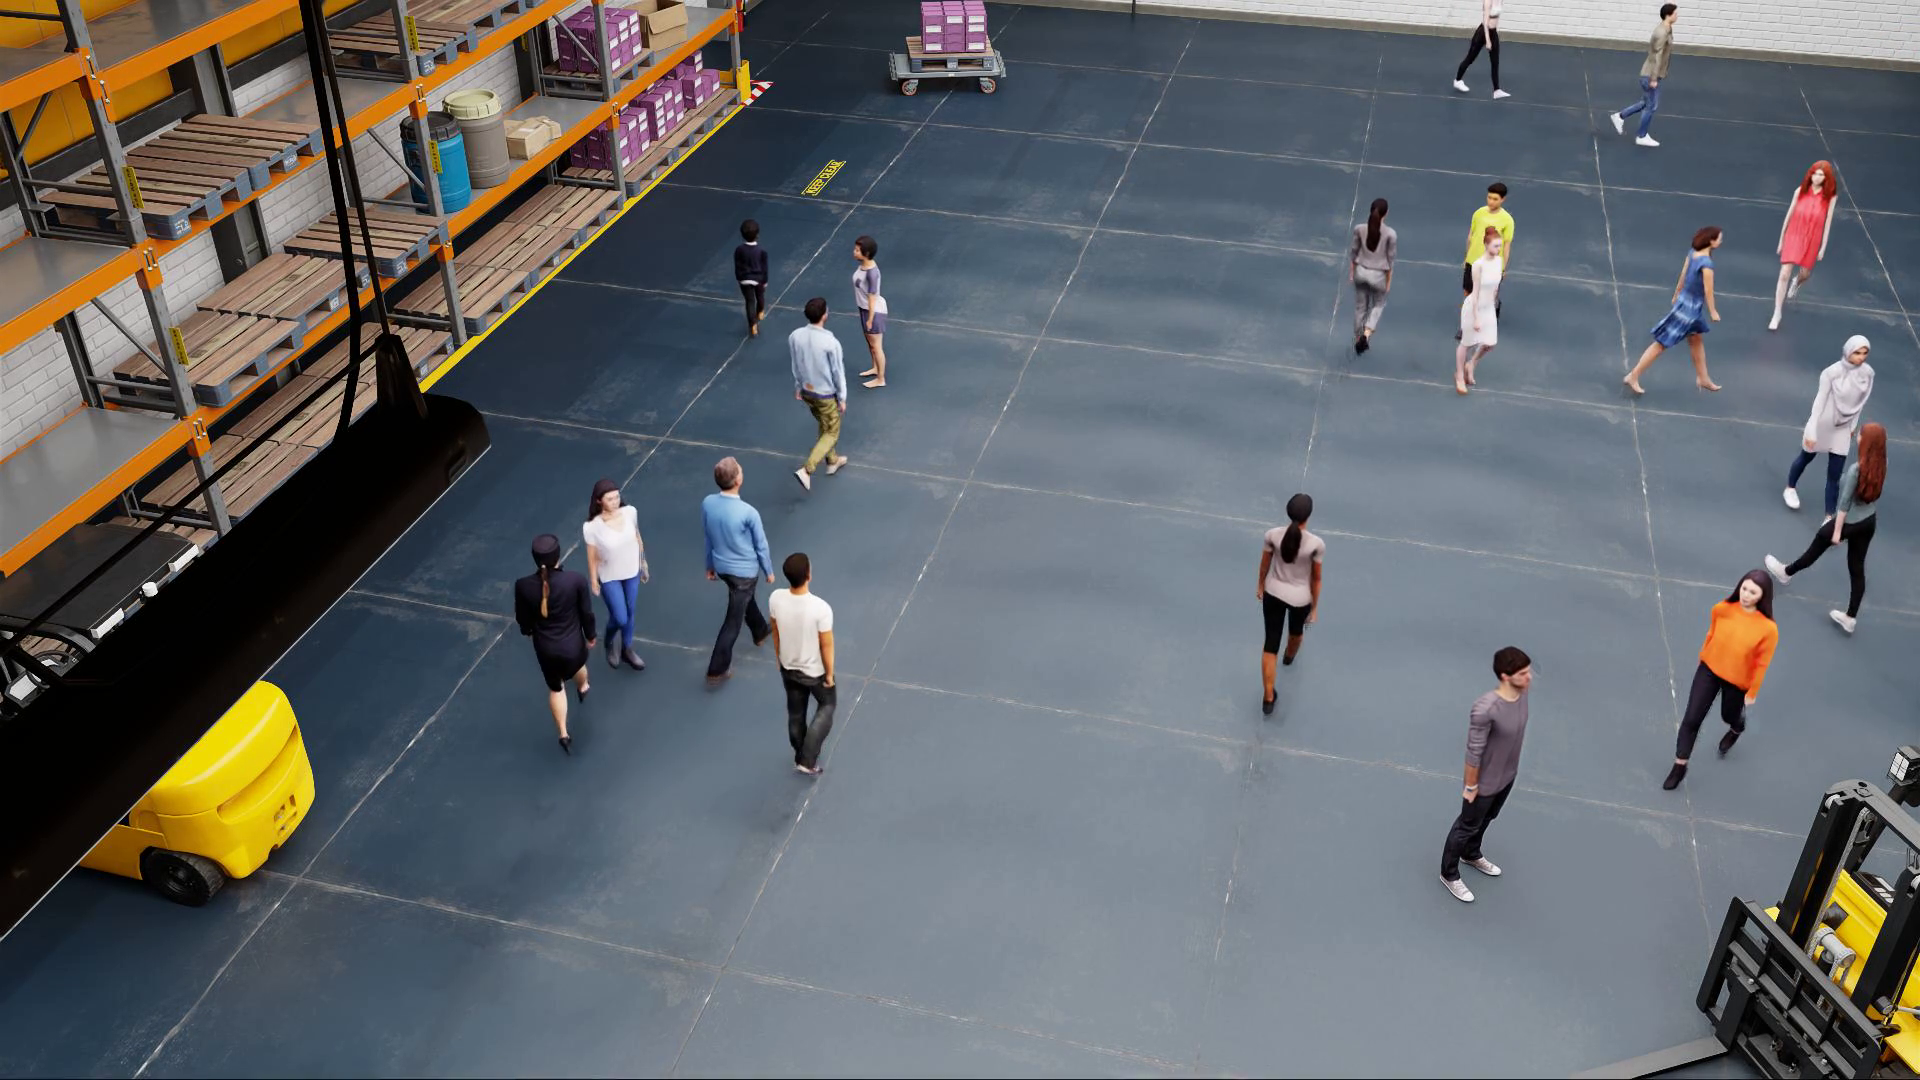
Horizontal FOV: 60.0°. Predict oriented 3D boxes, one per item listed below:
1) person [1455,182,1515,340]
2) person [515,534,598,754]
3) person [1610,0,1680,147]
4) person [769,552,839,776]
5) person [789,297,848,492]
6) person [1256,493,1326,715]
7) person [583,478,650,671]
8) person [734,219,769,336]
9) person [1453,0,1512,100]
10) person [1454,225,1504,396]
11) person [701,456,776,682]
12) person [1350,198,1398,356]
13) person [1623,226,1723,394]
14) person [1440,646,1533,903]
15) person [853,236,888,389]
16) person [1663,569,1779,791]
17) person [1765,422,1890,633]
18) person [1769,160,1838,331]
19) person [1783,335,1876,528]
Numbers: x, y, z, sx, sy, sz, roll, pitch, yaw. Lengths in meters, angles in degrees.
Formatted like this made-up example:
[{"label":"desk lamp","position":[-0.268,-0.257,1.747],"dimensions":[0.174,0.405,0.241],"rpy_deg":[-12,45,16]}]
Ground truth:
[{"label":"person","position":[5.462,-2.911,17.222],"dimensions":[0.848,1.689,0.989],"rpy_deg":[27,42,34]},{"label":"person","position":[-2.845,0.771,11.737],"dimensions":[0.996,1.629,1.173],"rpy_deg":[-7,34,-10]},{"label":"person","position":[9.051,-6.144,21.942],"dimensions":[0.875,1.849,0.932],"rpy_deg":[16,37,23]},{"label":"person","position":[-1.104,0.906,11.383],"dimensions":[0.660,1.796,0.728],"rpy_deg":[11,35,16]},{"label":"person","position":[-1.268,-1.257,14.643],"dimensions":[0.903,1.788,1.154],"rpy_deg":[19,38,26]},{"label":"person","position":[2.359,0.491,12.096],"dimensions":[0.666,1.698,1.119],"rpy_deg":[10,35,15]},{"label":"person","position":[-2.614,0.242,12.490],"dimensions":[0.771,1.676,0.687],"rpy_deg":[28,43,36]},{"label":"person","position":[-2.180,-2.732,17.396],"dimensions":[0.698,1.198,0.898],"rpy_deg":[-3,34,-5]},{"label":"person","position":[7.359,-7.108,23.543],"dimensions":[1.170,1.681,1.143],"rpy_deg":[-23,40,-31]},{"label":"person","position":[4.950,-2.230,16.111],"dimensions":[0.697,1.785,0.754],"rpy_deg":[-18,38,-25]},{"label":"person","position":[-1.709,0.246,12.389],"dimensions":[0.893,1.781,1.247],"rpy_deg":[19,38,26]},{"label":"person","position":[4.121,-2.611,16.792],"dimensions":[0.688,1.665,0.696],"rpy_deg":[19,38,26]},{"label":"person","position":[6.899,-2.141,16.012],"dimensions":[0.783,1.747,1.153],"rpy_deg":[5,34,8]},{"label":"person","position":[3.348,1.443,10.521],"dimensions":[0.683,1.856,0.809],"rpy_deg":[-27,42,-35]},{"label":"person","position":[-0.868,-2.264,16.363],"dimensions":[0.718,1.562,0.622],"rpy_deg":[-9,35,-13]},{"label":"person","position":[5.311,0.924,11.426],"dimensions":[1.180,1.719,1.006],"rpy_deg":[-27,42,-34]},{"label":"person","position":[6.988,-0.055,12.925],"dimensions":[1.044,1.690,1.211],"rpy_deg":[-12,35,-17]},{"label":"person","position":[8.830,-3.108,17.413],"dimensions":[0.784,1.805,1.068],"rpy_deg":[18,38,25]},{"label":"person","position":[7.418,-0.983,14.279],"dimensions":[0.800,1.735,1.149],"rpy_deg":[1,34,1]}]
